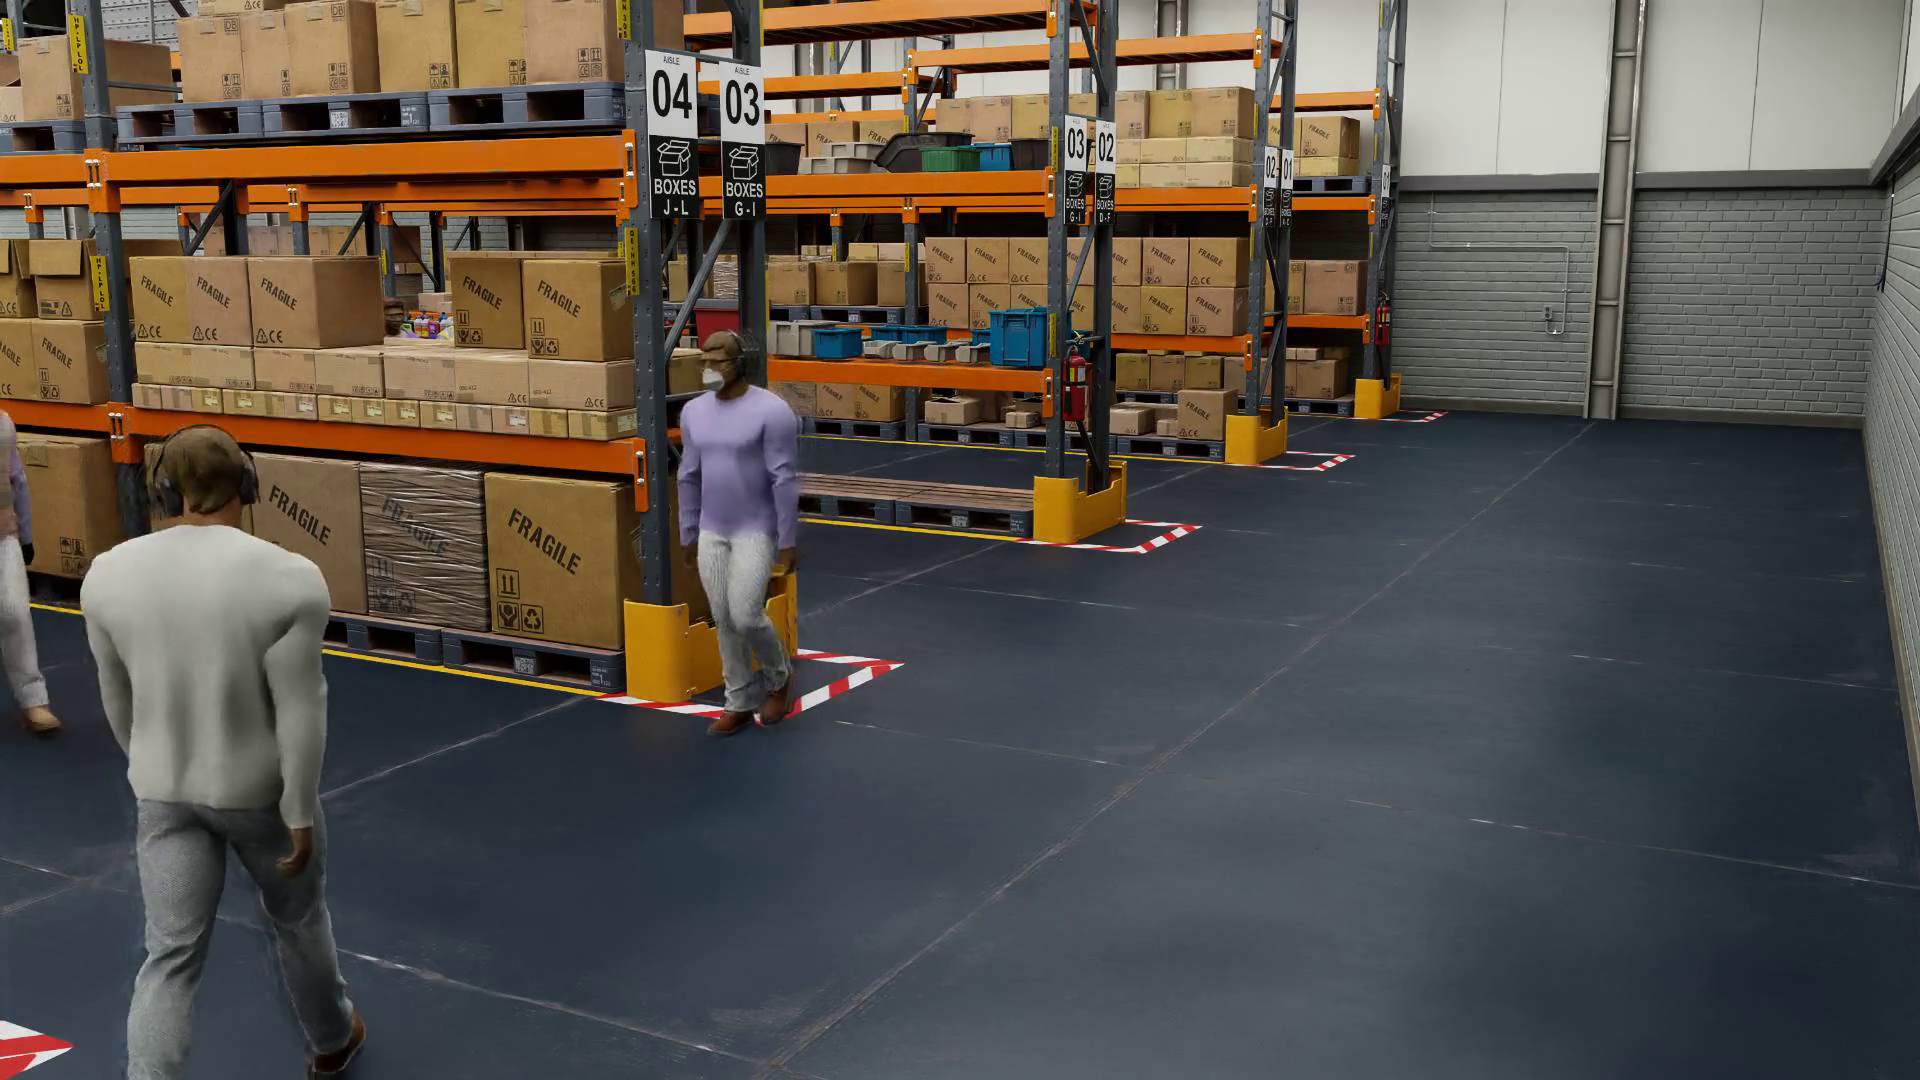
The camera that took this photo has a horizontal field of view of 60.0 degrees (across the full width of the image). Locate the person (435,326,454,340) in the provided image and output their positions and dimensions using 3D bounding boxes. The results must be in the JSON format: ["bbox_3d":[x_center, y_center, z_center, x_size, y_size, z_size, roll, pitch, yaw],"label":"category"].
[{"bbox_3d":[-4.130,-1.142,14.118,0.429,1.844,0.627,7,12,33],"label":"person"}]

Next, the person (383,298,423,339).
[{"bbox_3d":[-4.778,-1.123,14.037,0.573,1.836,0.396,-9,14,-42],"label":"person"}]

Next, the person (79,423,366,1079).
[{"bbox_3d":[-1.896,0.651,4.248,0.628,1.886,0.976,-1,10,-5],"label":"person"}]

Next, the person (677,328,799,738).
[{"bbox_3d":[-1.050,-0.017,7.752,0.649,1.924,0.436,6,12,29],"label":"person"}]

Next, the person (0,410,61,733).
[{"bbox_3d":[-4.591,0.047,7.727,0.834,1.805,0.645,10,14,43],"label":"person"}]
